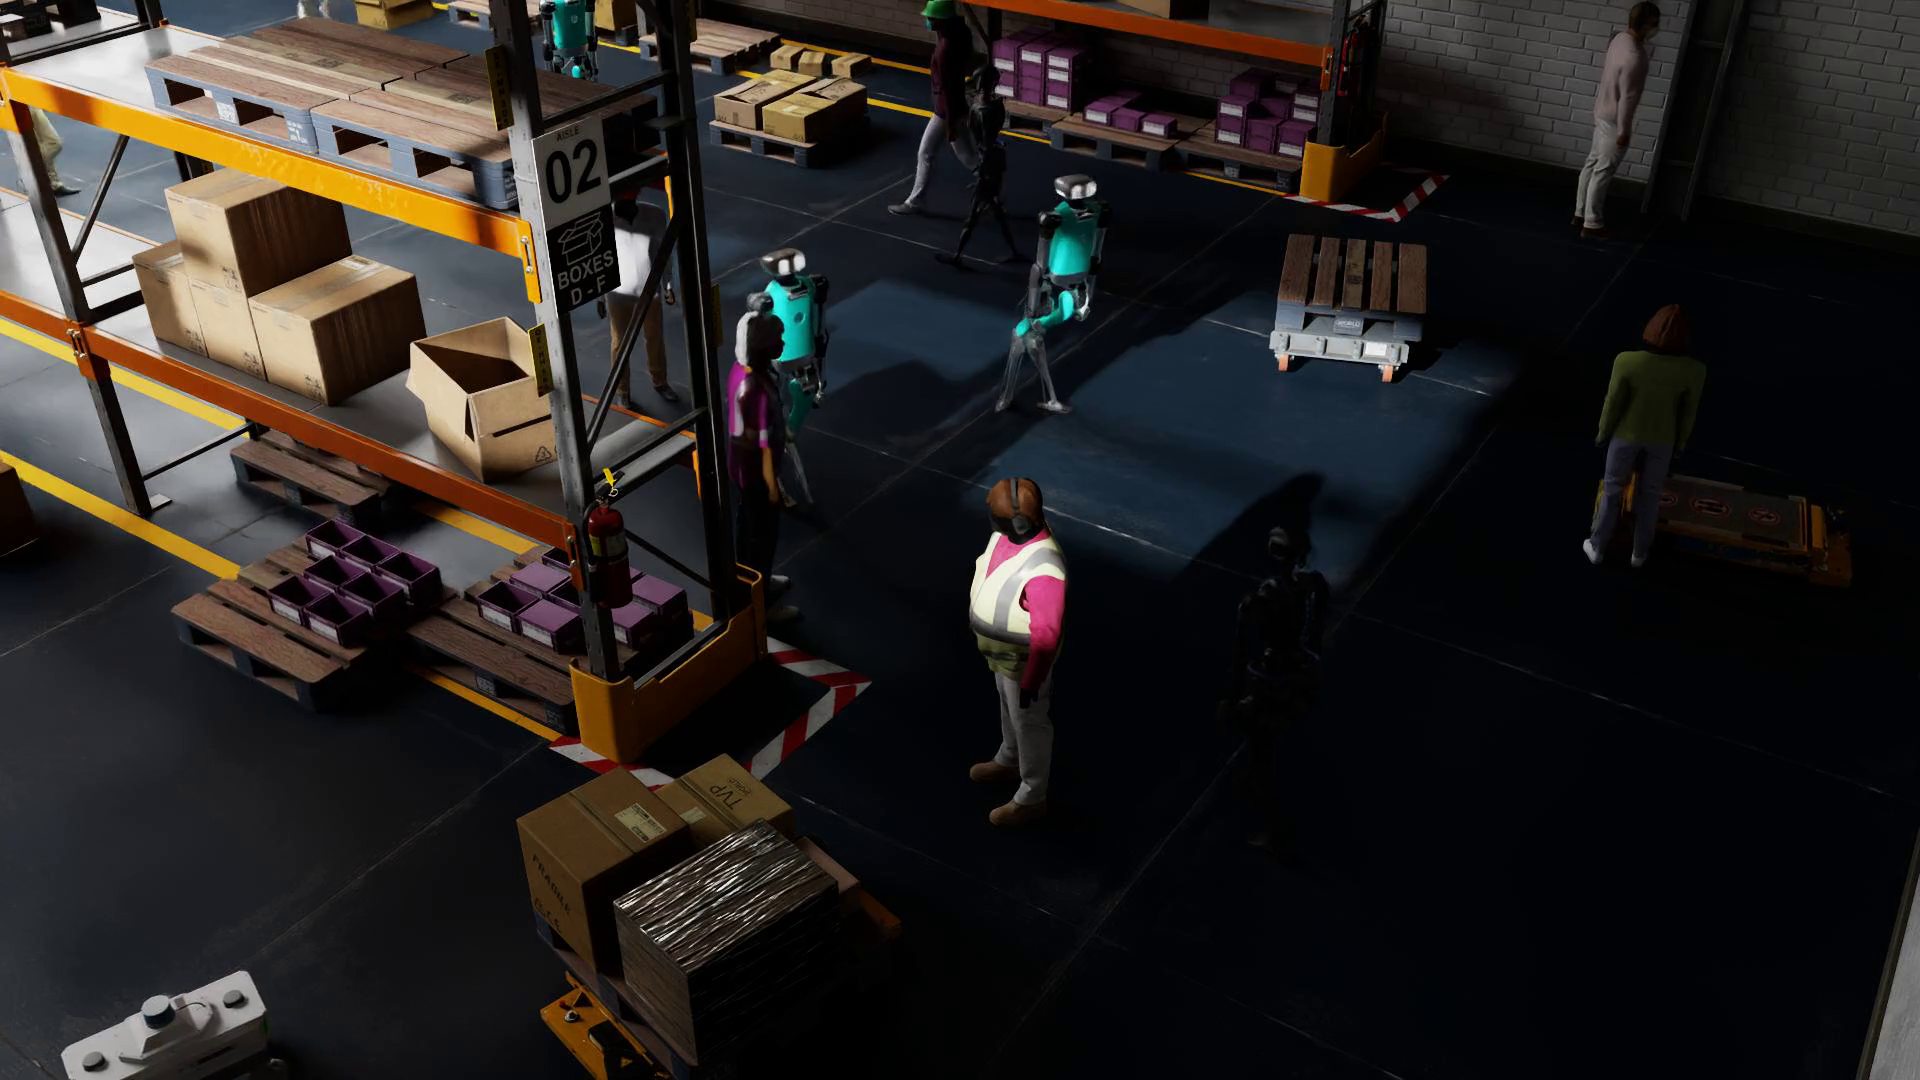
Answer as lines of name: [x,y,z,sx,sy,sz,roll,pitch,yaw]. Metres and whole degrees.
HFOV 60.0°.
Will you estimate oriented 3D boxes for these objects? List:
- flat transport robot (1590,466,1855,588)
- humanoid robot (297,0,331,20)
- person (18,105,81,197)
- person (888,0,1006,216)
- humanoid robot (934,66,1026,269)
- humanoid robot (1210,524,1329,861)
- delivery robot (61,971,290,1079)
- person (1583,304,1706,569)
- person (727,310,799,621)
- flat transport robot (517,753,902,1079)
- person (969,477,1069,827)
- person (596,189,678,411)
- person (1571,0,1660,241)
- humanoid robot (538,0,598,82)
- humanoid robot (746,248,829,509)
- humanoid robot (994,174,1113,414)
flat transport robot: [4.585,-0.096,10.021,1.431,0.231,0.659,13,35,19]
humanoid robot: [-7.154,-6.181,18.042,0.530,1.779,0.795,-4,33,-7]
person: [-8.007,-3.772,14.317,0.386,1.735,0.577,-13,35,-18]
person: [-0.074,-3.620,13.944,1.007,1.901,0.509,7,34,11]
humanoid robot: [0.181,-2.932,13.119,0.757,1.628,0.593,1,33,1]
humanoid robot: [1.394,0.661,7.586,0.601,1.632,0.702,-21,38,-29]
delivery robot: [-3.088,2.039,6.494,0.808,0.614,0.499,-22,39,-30]
person: [3.896,-0.579,9.509,0.500,1.632,0.280,9,34,13]
person: [-1.087,-0.401,9.054,0.354,1.837,0.507,-7,34,-10]
flat transport robot: [-0.999,1.806,7.097,1.431,0.231,0.659,-26,41,-34]
person: [0.258,0.506,7.660,0.430,1.837,0.620,-7,34,-11]
person: [-2.172,-1.678,11.098,0.571,1.746,0.348,-17,37,-24]
person: [5.378,-3.441,13.635,0.373,1.936,0.627,3,33,5]
humanoid robot: [-3.597,-4.296,15.007,0.533,1.677,0.735,-26,41,-33]
humanoid robot: [-1.131,-0.924,9.998,0.534,1.855,0.705,-26,41,-34]
humanoid robot: [0.532,-1.653,11.058,0.591,1.764,0.885,-19,37,-26]
